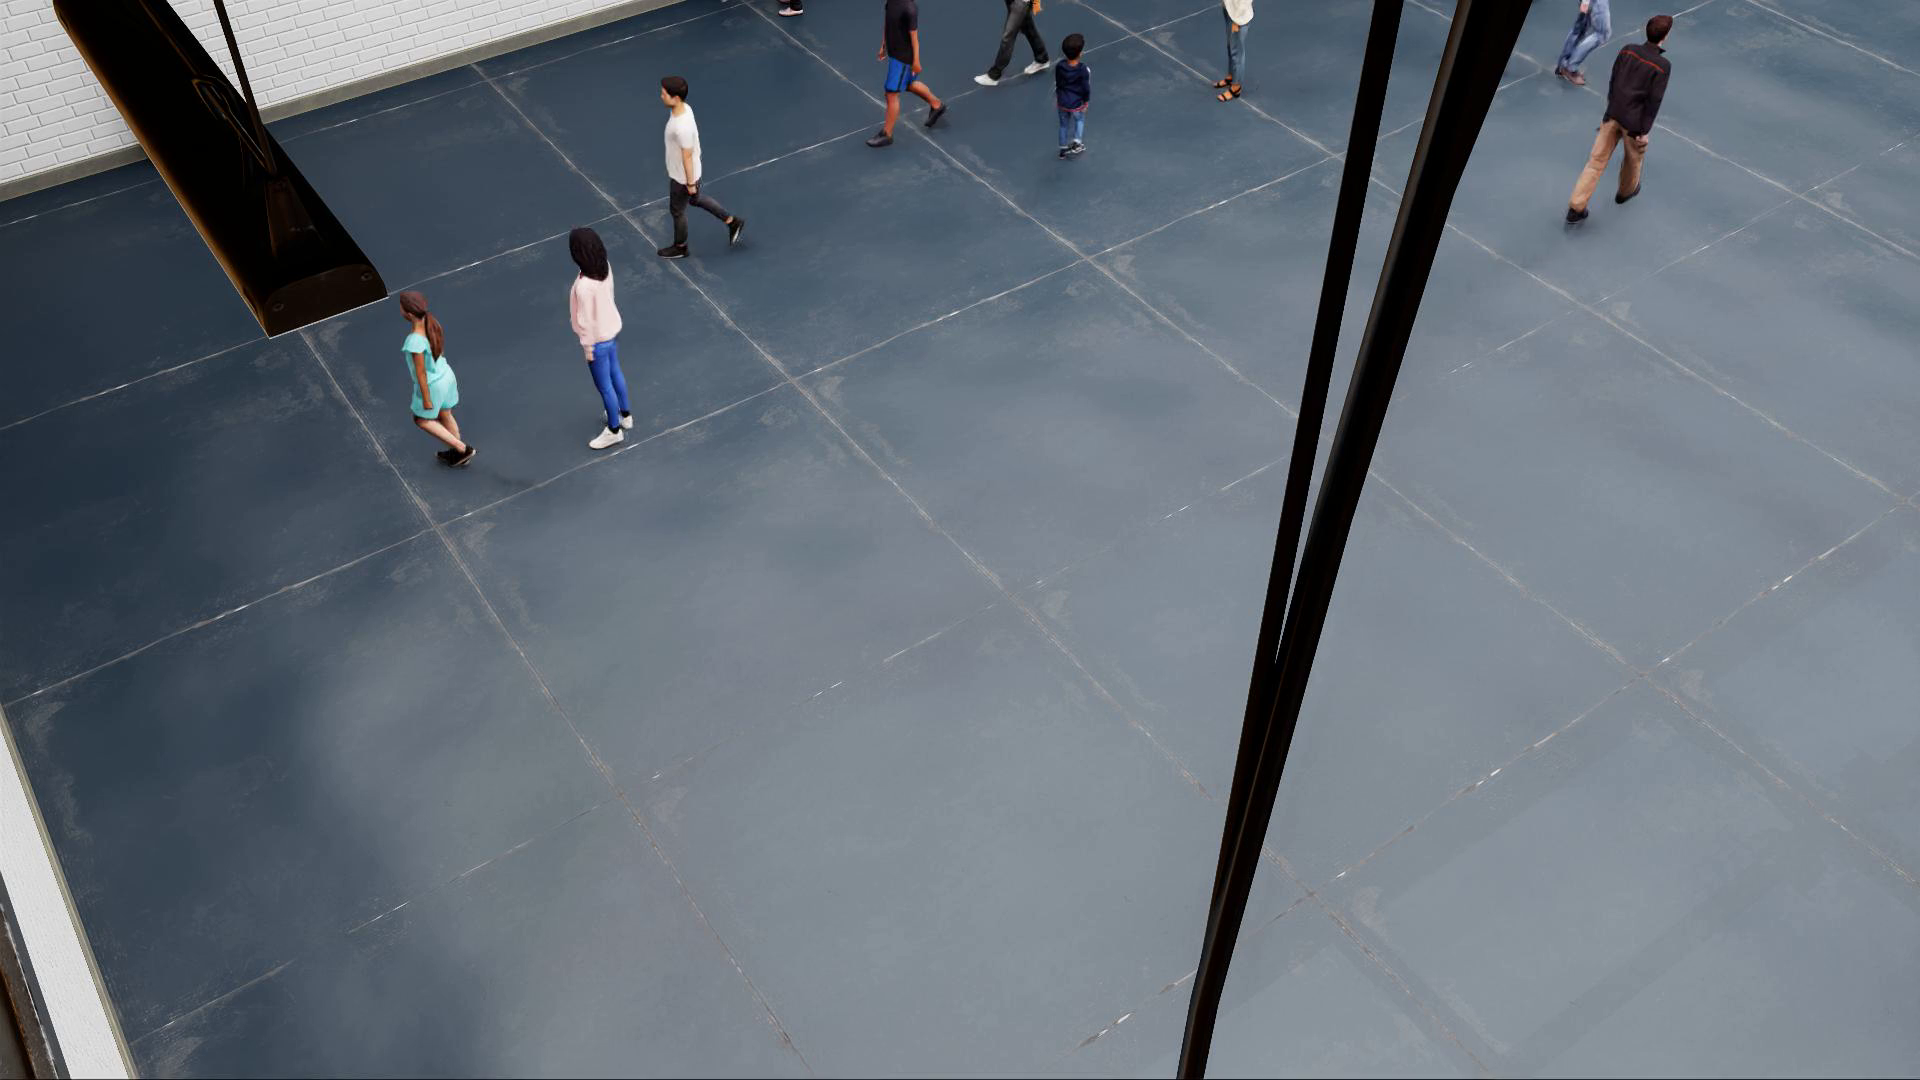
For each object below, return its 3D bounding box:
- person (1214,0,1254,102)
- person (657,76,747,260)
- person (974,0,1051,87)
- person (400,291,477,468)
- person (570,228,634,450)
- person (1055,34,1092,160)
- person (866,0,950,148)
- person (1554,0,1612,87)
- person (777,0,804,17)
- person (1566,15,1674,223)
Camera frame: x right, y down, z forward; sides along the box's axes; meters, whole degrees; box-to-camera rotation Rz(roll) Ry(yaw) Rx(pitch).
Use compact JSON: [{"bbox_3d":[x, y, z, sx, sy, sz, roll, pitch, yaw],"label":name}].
[{"bbox_3d":[2.689,-5.082,16.086,0.722,1.680,0.707,-1,44,-1],"label":"person"},{"bbox_3d":[-2.251,-3.143,14.035,1.123,1.703,0.935,-5,44,-5],"label":"person"},{"bbox_3d":[0.656,-5.340,16.300,1.147,1.759,0.702,-22,48,-22],"label":"person"},{"bbox_3d":[-3.747,-1.124,12.027,0.757,1.548,0.698,10,44,10],"label":"person"},{"bbox_3d":[-2.636,-1.471,12.241,0.834,1.755,0.733,4,44,5],"label":"person"},{"bbox_3d":[1.002,-4.071,15.362,0.621,1.215,0.666,15,46,15],"label":"person"},{"bbox_3d":[-0.465,-4.543,15.458,1.194,1.765,0.733,-18,46,-18],"label":"person"},{"bbox_3d":[6.107,-5.365,16.268,0.845,1.839,0.770,12,45,12],"label":"person"},{"bbox_3d":[-1.810,-6.320,17.445,0.829,1.597,0.796,-3,44,-3],"label":"person"},{"bbox_3d":[5.697,-3.596,14.380,0.858,1.882,1.288,34,53,30],"label":"person"}]
